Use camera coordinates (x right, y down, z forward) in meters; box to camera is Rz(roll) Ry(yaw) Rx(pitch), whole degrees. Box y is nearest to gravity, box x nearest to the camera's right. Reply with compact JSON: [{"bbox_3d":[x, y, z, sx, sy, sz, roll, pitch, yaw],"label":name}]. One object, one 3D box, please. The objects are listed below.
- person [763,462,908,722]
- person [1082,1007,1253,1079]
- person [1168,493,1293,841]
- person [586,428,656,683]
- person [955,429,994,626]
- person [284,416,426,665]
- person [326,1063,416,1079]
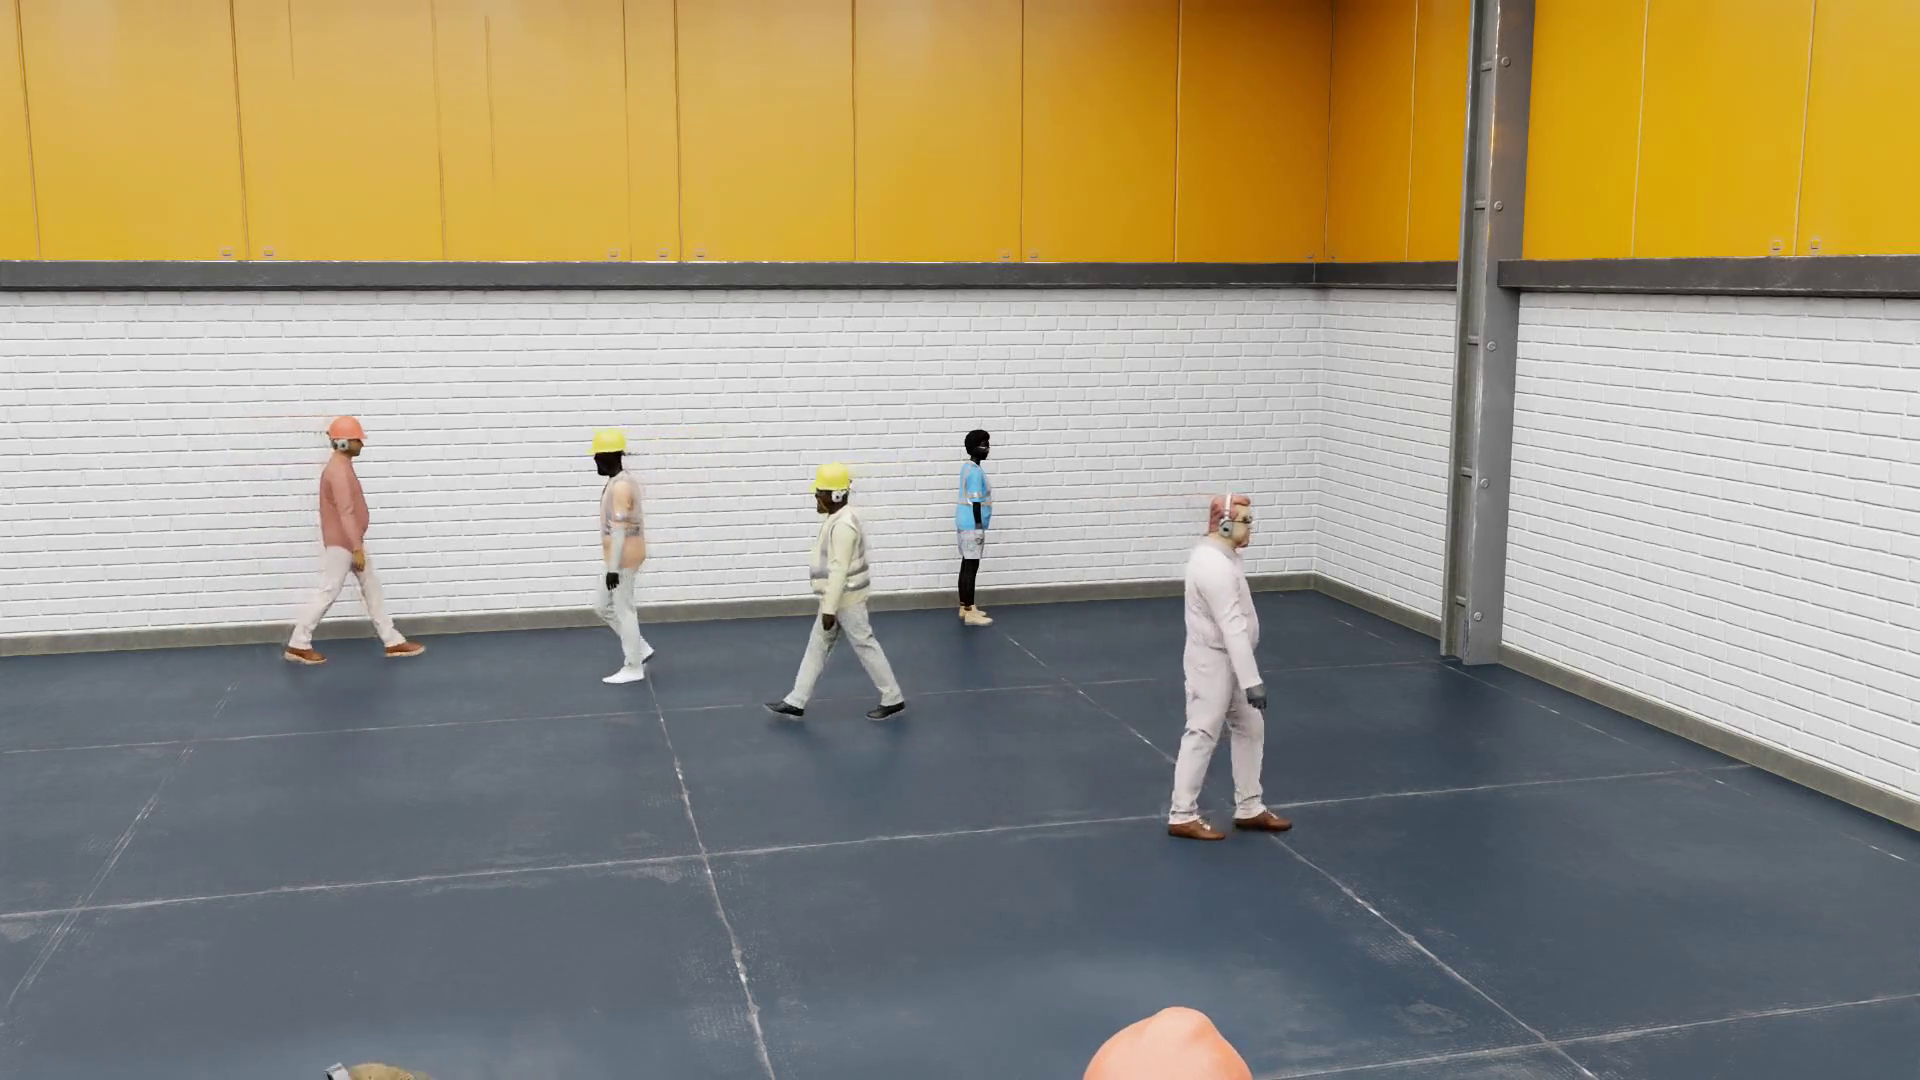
[{"bbox_3d":[-0.809,0.368,11.149,0.987,1.779,0.605,-1,9,-9],"label":"person"},{"bbox_3d":[0.268,1.645,2.345,0.606,2.045,0.389,5,10,28],"label":"person"},{"bbox_3d":[1.482,0.690,8.817,0.788,1.877,0.646,2,9,12],"label":"person"},{"bbox_3d":[-2.523,0.126,12.254,0.409,1.912,0.588,-3,10,-17],"label":"person"},{"bbox_3d":[0.121,-0.117,14.414,0.322,1.699,0.535,-1,9,-6],"label":"person"},{"bbox_3d":[-4.785,0.005,12.913,1.038,1.945,0.641,-3,9,-16],"label":"person"},{"bbox_3d":[-0.714,1.686,2.587,0.722,1.906,0.452,3,9,16],"label":"person"}]
